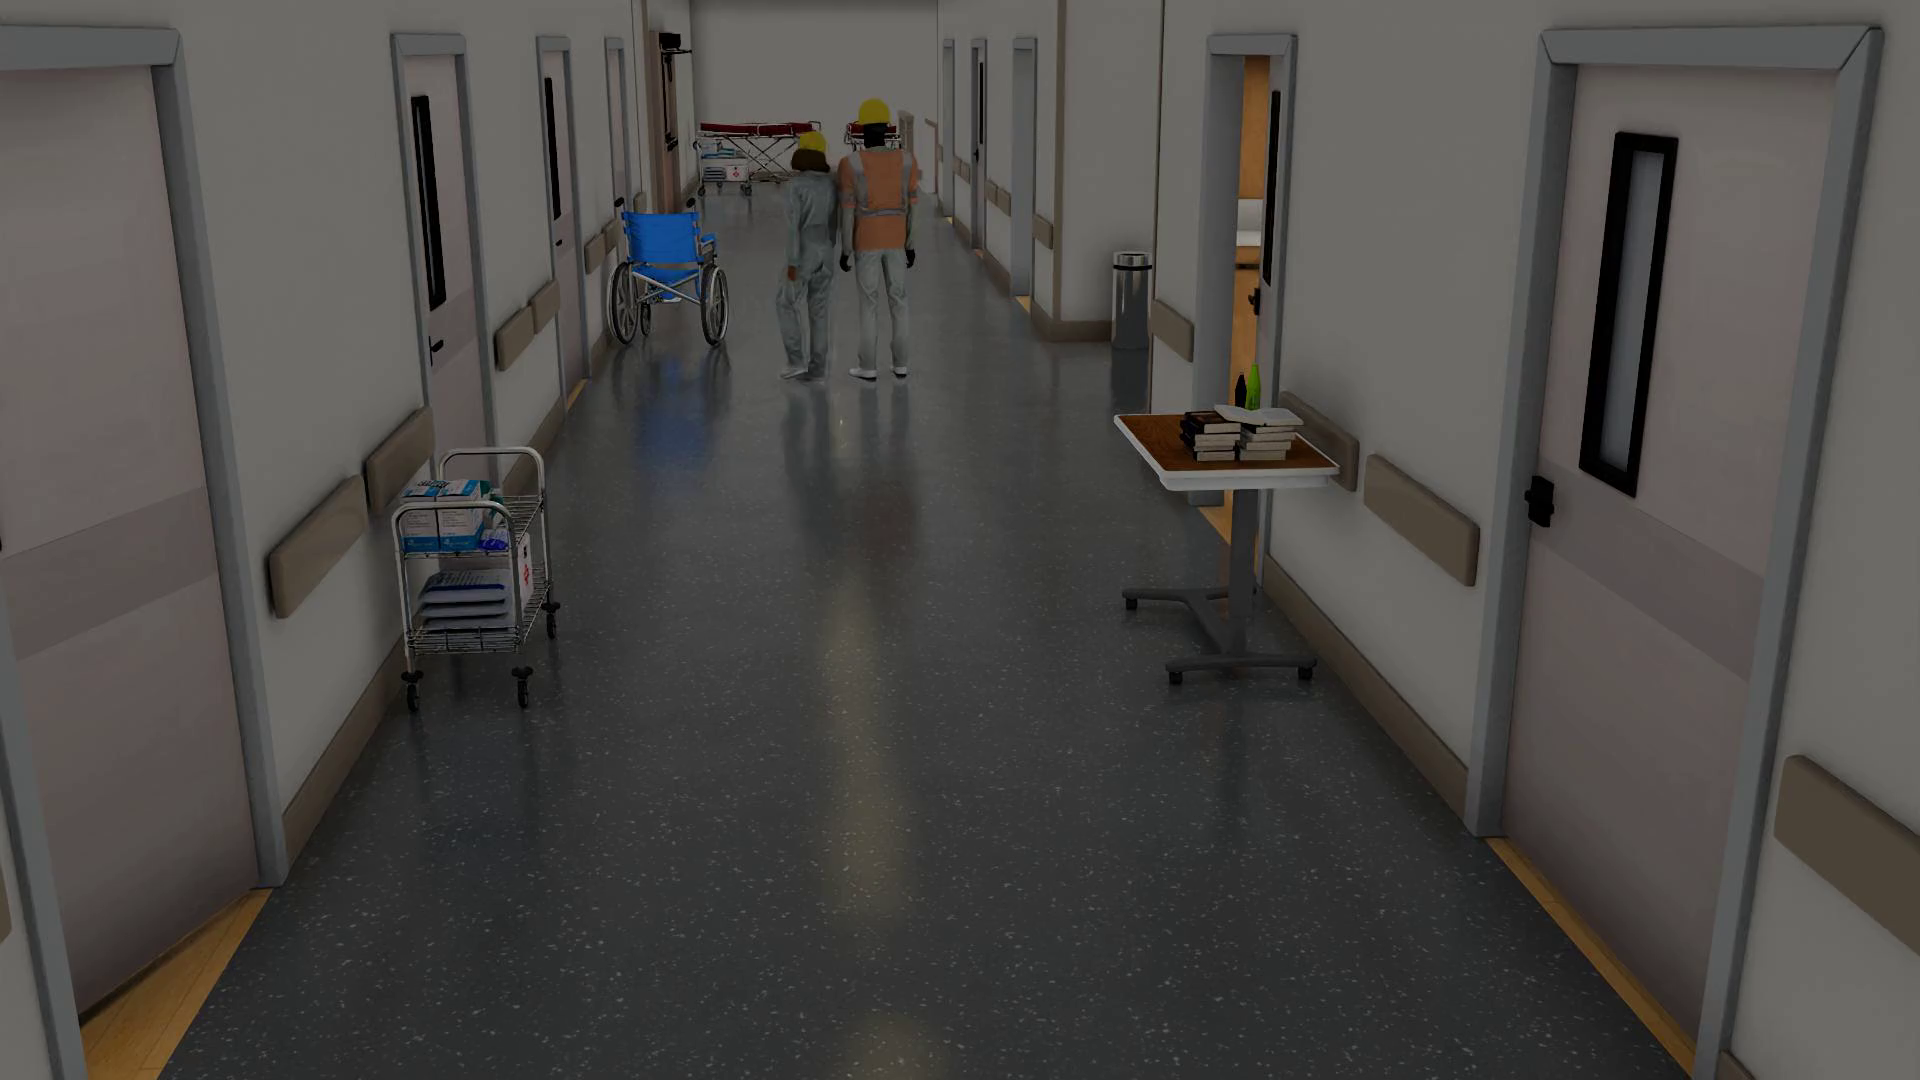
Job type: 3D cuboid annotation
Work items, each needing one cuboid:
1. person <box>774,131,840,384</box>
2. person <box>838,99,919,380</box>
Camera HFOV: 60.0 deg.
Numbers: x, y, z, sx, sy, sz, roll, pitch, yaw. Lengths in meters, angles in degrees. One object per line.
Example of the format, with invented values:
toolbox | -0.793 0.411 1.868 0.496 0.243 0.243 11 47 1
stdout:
person | -1.050 -1.940 11.486 0.517 1.712 0.469 -16 23 -42
person | -0.573 -2.081 11.596 0.587 1.929 0.361 -8 18 -24
